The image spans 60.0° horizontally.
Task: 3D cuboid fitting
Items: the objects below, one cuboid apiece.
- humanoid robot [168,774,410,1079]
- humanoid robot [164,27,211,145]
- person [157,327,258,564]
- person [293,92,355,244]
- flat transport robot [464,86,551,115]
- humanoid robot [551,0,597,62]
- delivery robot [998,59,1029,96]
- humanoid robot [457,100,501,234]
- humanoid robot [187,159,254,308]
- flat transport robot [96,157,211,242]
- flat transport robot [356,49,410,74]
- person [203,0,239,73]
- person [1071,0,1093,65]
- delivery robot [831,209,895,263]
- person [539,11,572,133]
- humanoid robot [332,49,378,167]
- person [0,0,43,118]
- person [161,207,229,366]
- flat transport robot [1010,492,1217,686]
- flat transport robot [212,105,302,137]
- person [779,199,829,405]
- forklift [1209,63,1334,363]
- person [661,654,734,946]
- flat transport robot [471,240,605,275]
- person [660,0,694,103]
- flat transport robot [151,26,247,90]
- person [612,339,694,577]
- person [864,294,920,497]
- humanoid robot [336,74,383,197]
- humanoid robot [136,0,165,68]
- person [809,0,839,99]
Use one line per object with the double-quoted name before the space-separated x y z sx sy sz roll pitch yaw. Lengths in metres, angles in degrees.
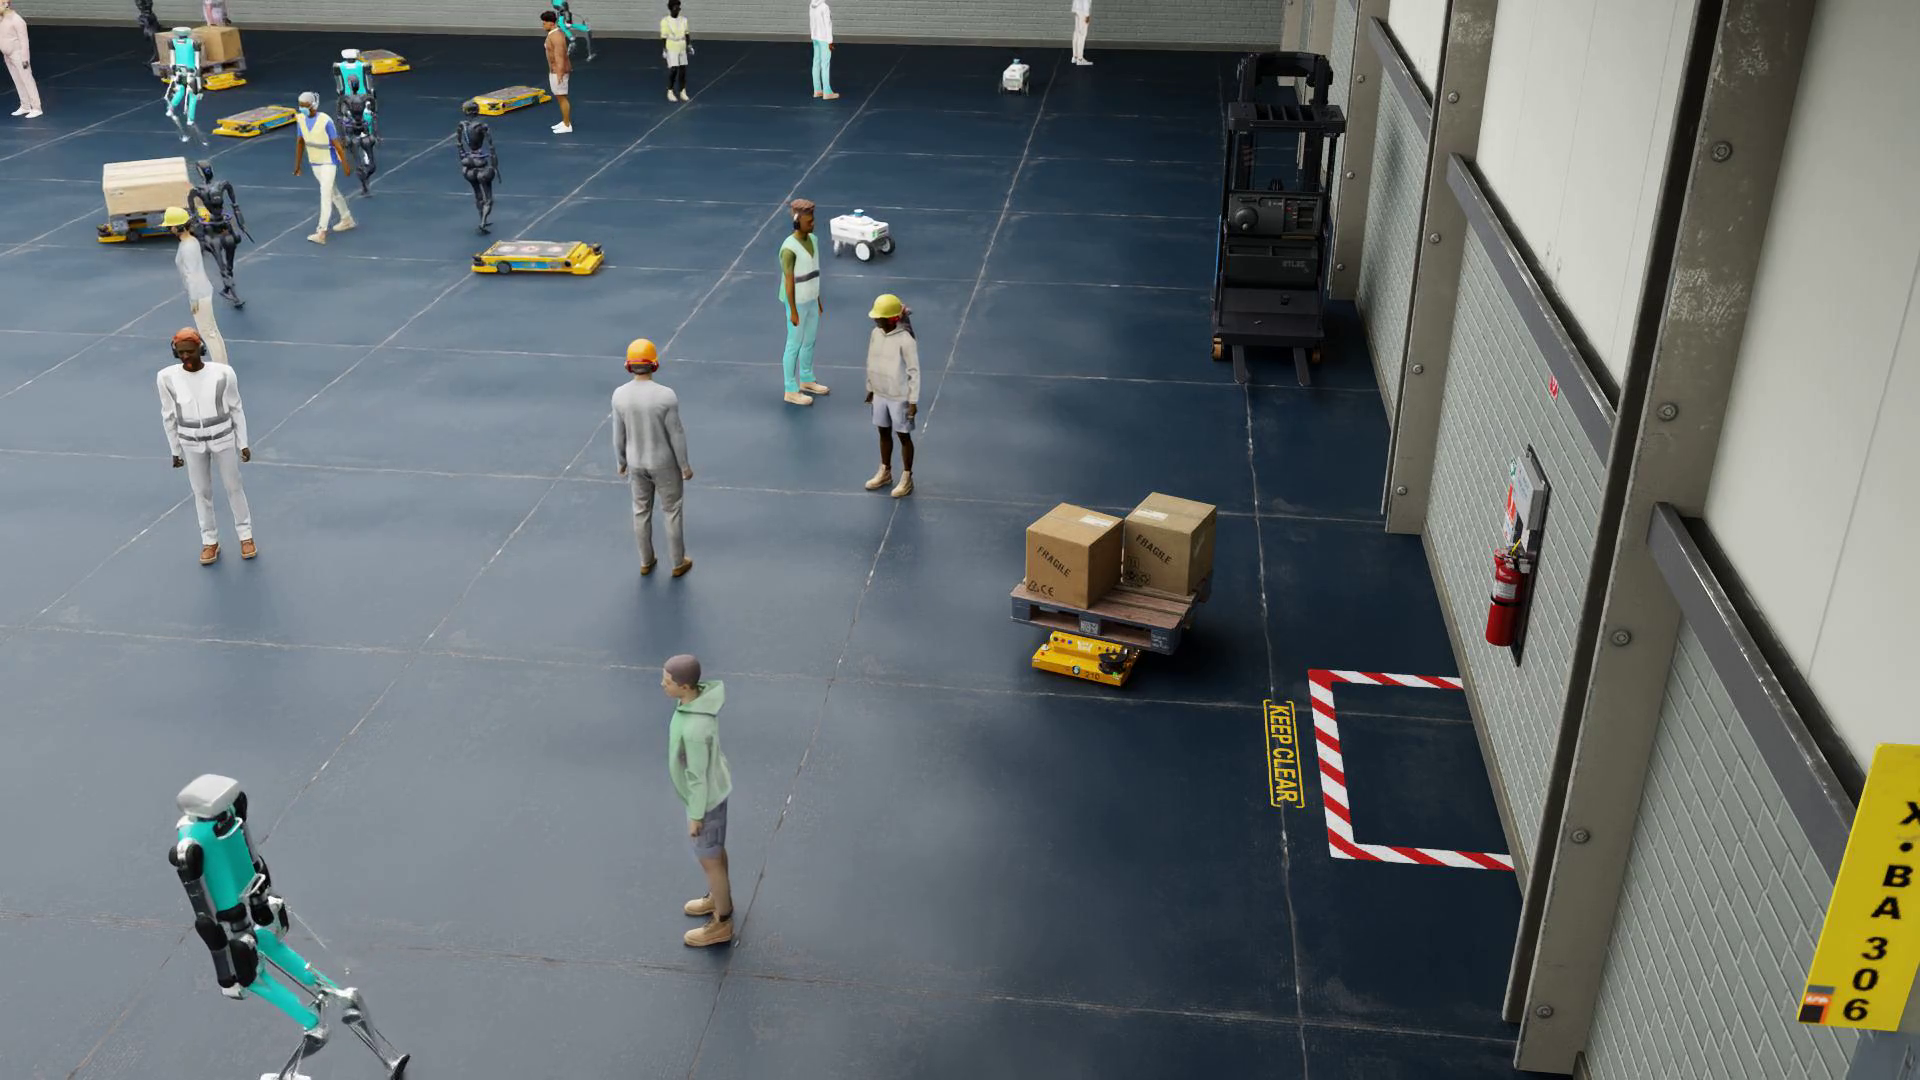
"humanoid robot" -3.043 1.908 7.739 0.916 1.816 0.552 2 27 3
"humanoid robot" -11.691 -6.733 24.964 0.546 1.784 0.830 5 27 10
"person" -5.775 -0.728 12.793 0.573 1.882 0.355 -8 28 -16
"person" -7.954 -4.647 20.675 0.632 1.831 1.033 10 28 19
"flat transport robot" -7.558 -7.345 27.802 0.659 0.231 1.431 13 29 24
"humanoid robot" -7.180 -9.722 30.967 1.029 1.781 0.535 -20 33 -35
"delivery robot" 0.971 -8.001 28.804 0.499 0.605 0.799 6 27 12
"humanoid robot" -6.107 -4.702 20.982 0.590 1.649 0.570 10 28 20
"humanoid robot" -8.160 -3.399 18.406 0.786 1.631 0.600 22 34 36
"flat transport robot" -10.194 -4.030 21.184 1.431 0.231 0.659 -12 29 -22
"flat transport robot" -10.806 -8.892 30.891 0.659 0.231 1.431 -18 32 -32
"person" -13.410 -9.423 30.001 0.502 2.022 0.694 1 27 3
"person" 2.258 -9.806 30.921 0.388 1.876 0.504 -7 27 -13
"delivery robot" -1.198 -3.705 20.226 0.775 0.603 0.511 17 31 31
"person" -6.278 -7.328 26.015 0.419 1.843 0.789 -11 29 -20
"humanoid robot" -8.608 -6.206 23.887 0.540 1.725 1.014 -5 27 -9
"person" -15.304 -7.827 26.937 0.641 1.908 0.414 16 31 28
"person" -7.473 -2.393 16.254 0.334 1.756 0.516 -10 28 -18
"flat transport robot" 1.082 0.580 11.981 0.659 0.231 1.431 11 29 21
"flat transport robot" -11.116 -6.658 26.430 0.659 0.231 1.431 9 28 17
"person" -1.509 -2.268 15.778 0.389 1.970 0.479 13 29 24
"forklift" 3.241 -3.477 17.183 1.129 2.768 1.873 3 27 6
"person" -1.360 1.363 8.783 0.317 1.736 0.478 -4 27 -8
"flat transport robot" -5.037 -3.368 19.863 1.431 0.231 0.659 2 27 3
"person" -4.767 -8.256 28.032 0.398 1.688 0.543 19 32 33
"flat transport robot" -13.422 -8.202 29.513 1.431 0.231 0.659 15 30 27
"person" -2.318 -0.601 12.544 0.593 1.883 0.389 5 27 10
"person" -0.554 -1.220 13.909 0.535 1.758 0.408 20 33 34
"humanoid robot" -8.209 -5.520 22.597 0.585 1.626 0.529 -18 32 -32
"humanoid robot" -14.774 -9.369 30.286 0.468 1.634 0.603 -4 27 -7
"person" -2.340 -8.477 28.228 0.373 1.913 0.488 -22 34 -37
